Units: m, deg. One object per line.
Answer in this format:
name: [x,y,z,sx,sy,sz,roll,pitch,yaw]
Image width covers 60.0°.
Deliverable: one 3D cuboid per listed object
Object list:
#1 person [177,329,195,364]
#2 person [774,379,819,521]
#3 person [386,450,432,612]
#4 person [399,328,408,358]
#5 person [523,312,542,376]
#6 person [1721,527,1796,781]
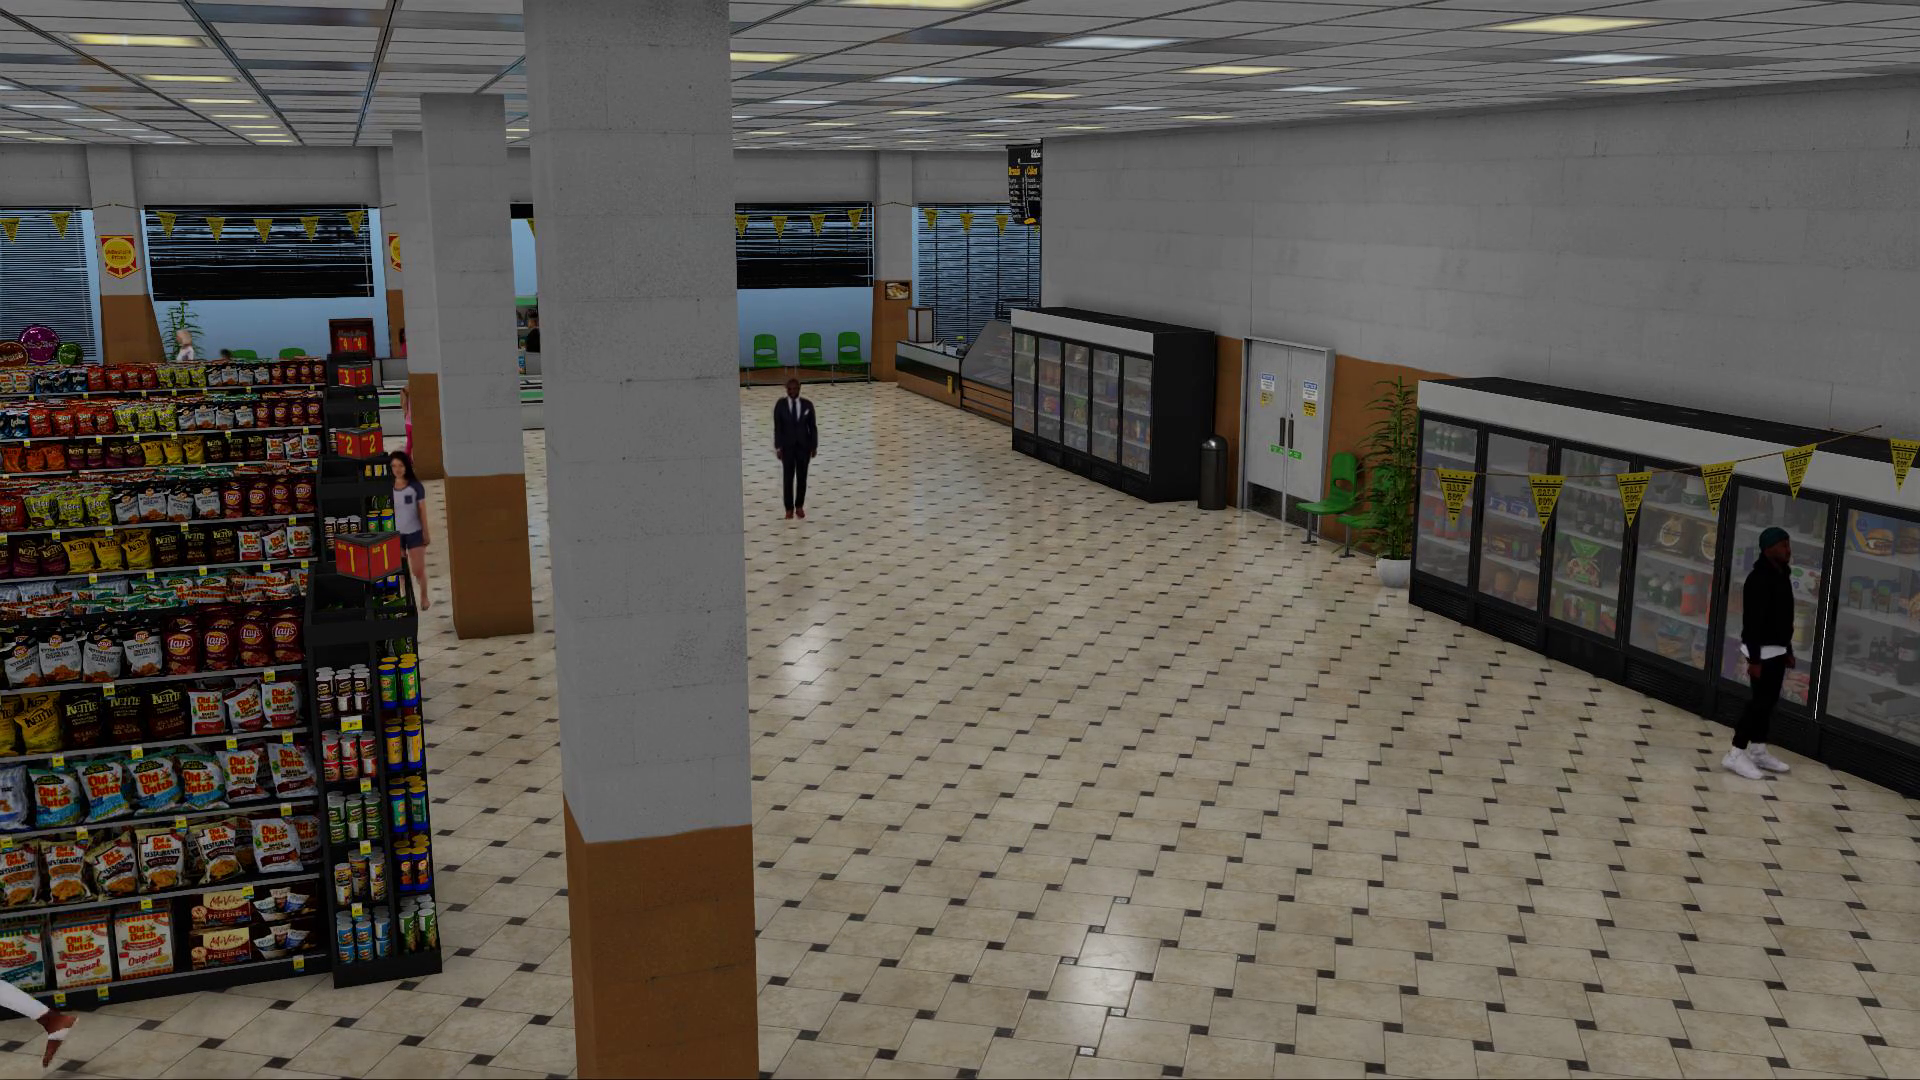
person: [-13.760,-2.886,29.673,0.645,1.746,0.648,11,16,43]
person: [-2.121,-1.172,21.415,0.986,1.795,0.850,-2,12,-11]
person: [-5.427,-0.056,16.364,0.688,1.692,0.772,-1,12,-3]
person: [-10.304,-3.086,30.792,0.941,1.675,0.660,-3,12,-12]
person: [-7.808,-3.269,31.067,1.249,1.921,1.085,3,12,12]
person: [5.804,0.788,12.051,0.717,1.817,0.841,-11,16,-43]
